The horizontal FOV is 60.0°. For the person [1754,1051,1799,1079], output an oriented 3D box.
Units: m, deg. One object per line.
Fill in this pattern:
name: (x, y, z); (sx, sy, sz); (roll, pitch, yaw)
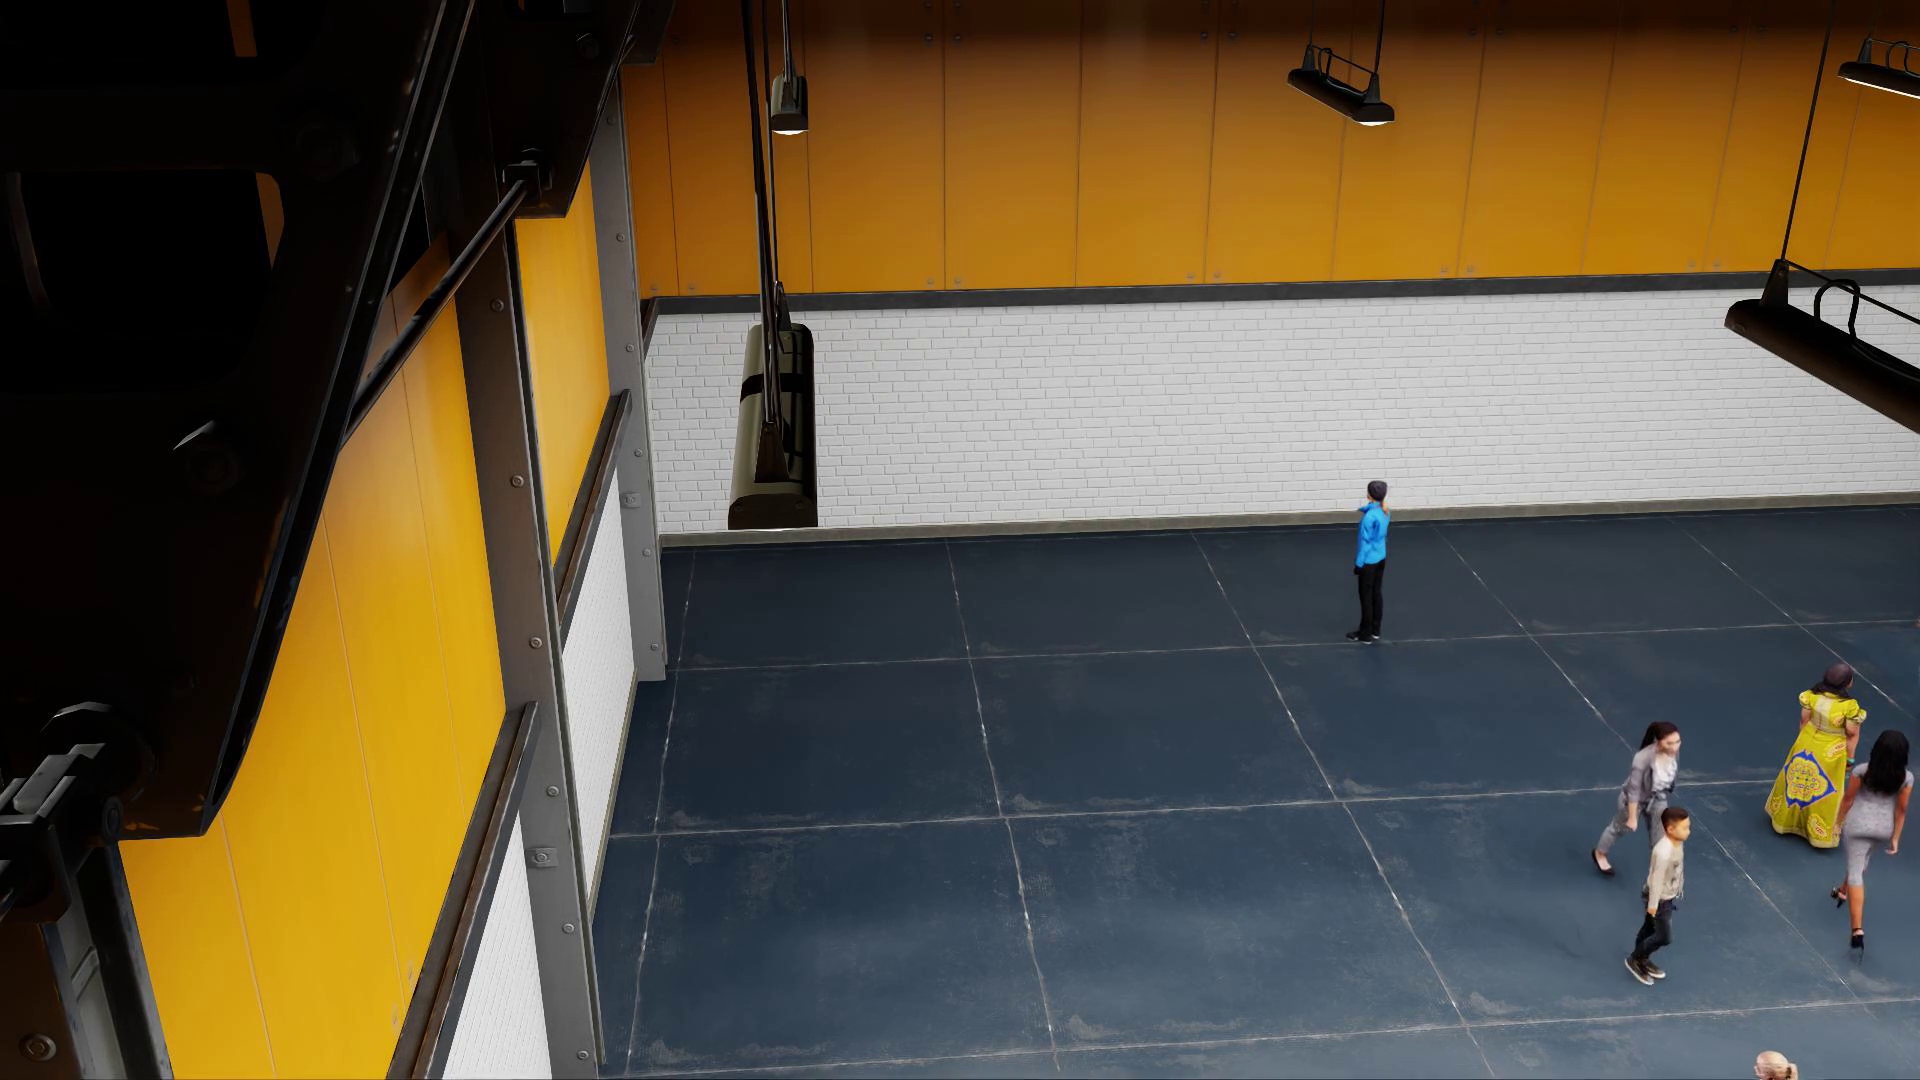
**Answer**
person: (4.911, 3.649, 10.121); (0.764, 1.267, 0.714); (17, 29, 33)

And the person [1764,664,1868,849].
person: (7.212, 1.780, 13.907); (1.056, 1.659, 0.950); (-17, 29, -34)

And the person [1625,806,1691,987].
person: (5.111, 2.592, 12.307); (0.696, 1.453, 0.625); (16, 28, 33)

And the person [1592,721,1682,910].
person: (5.388, 2.090, 13.271); (0.842, 1.601, 1.175); (-10, 25, -21)

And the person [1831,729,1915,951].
person: (6.906, 2.290, 12.640); (0.840, 1.740, 1.198); (6, 24, 12)

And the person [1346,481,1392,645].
person: (4.285, 0.222, 17.298); (0.692, 1.797, 0.730); (-22, 32, -40)
